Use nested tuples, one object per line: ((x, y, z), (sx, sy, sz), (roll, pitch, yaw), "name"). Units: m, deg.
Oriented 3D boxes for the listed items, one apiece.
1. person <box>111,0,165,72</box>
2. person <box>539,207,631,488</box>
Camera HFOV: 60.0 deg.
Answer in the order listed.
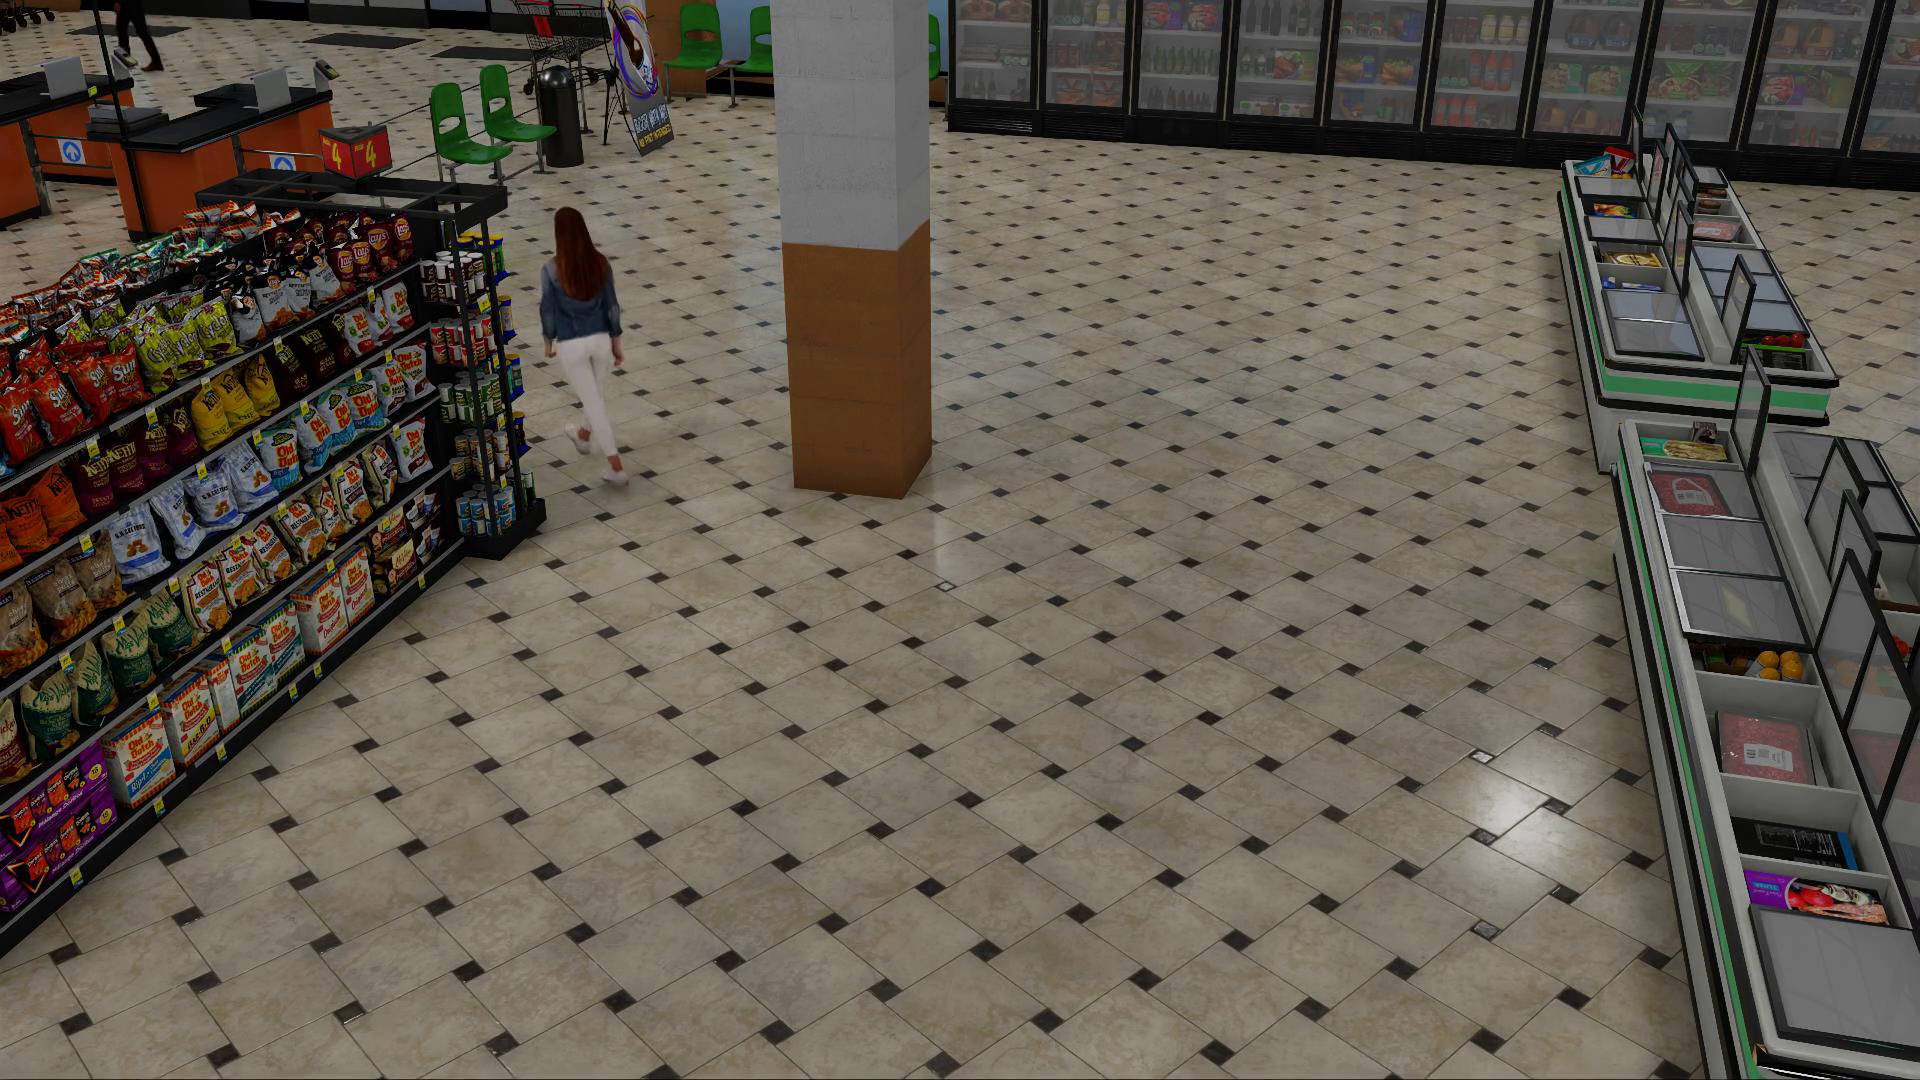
((-10.469, -6.827, 21.176), (1.007, 1.702, 0.964), (-13, 30, -24), "person")
((-2.201, -1.100, 9.938), (1.112, 1.653, 1.082), (-20, 33, -34), "person")
